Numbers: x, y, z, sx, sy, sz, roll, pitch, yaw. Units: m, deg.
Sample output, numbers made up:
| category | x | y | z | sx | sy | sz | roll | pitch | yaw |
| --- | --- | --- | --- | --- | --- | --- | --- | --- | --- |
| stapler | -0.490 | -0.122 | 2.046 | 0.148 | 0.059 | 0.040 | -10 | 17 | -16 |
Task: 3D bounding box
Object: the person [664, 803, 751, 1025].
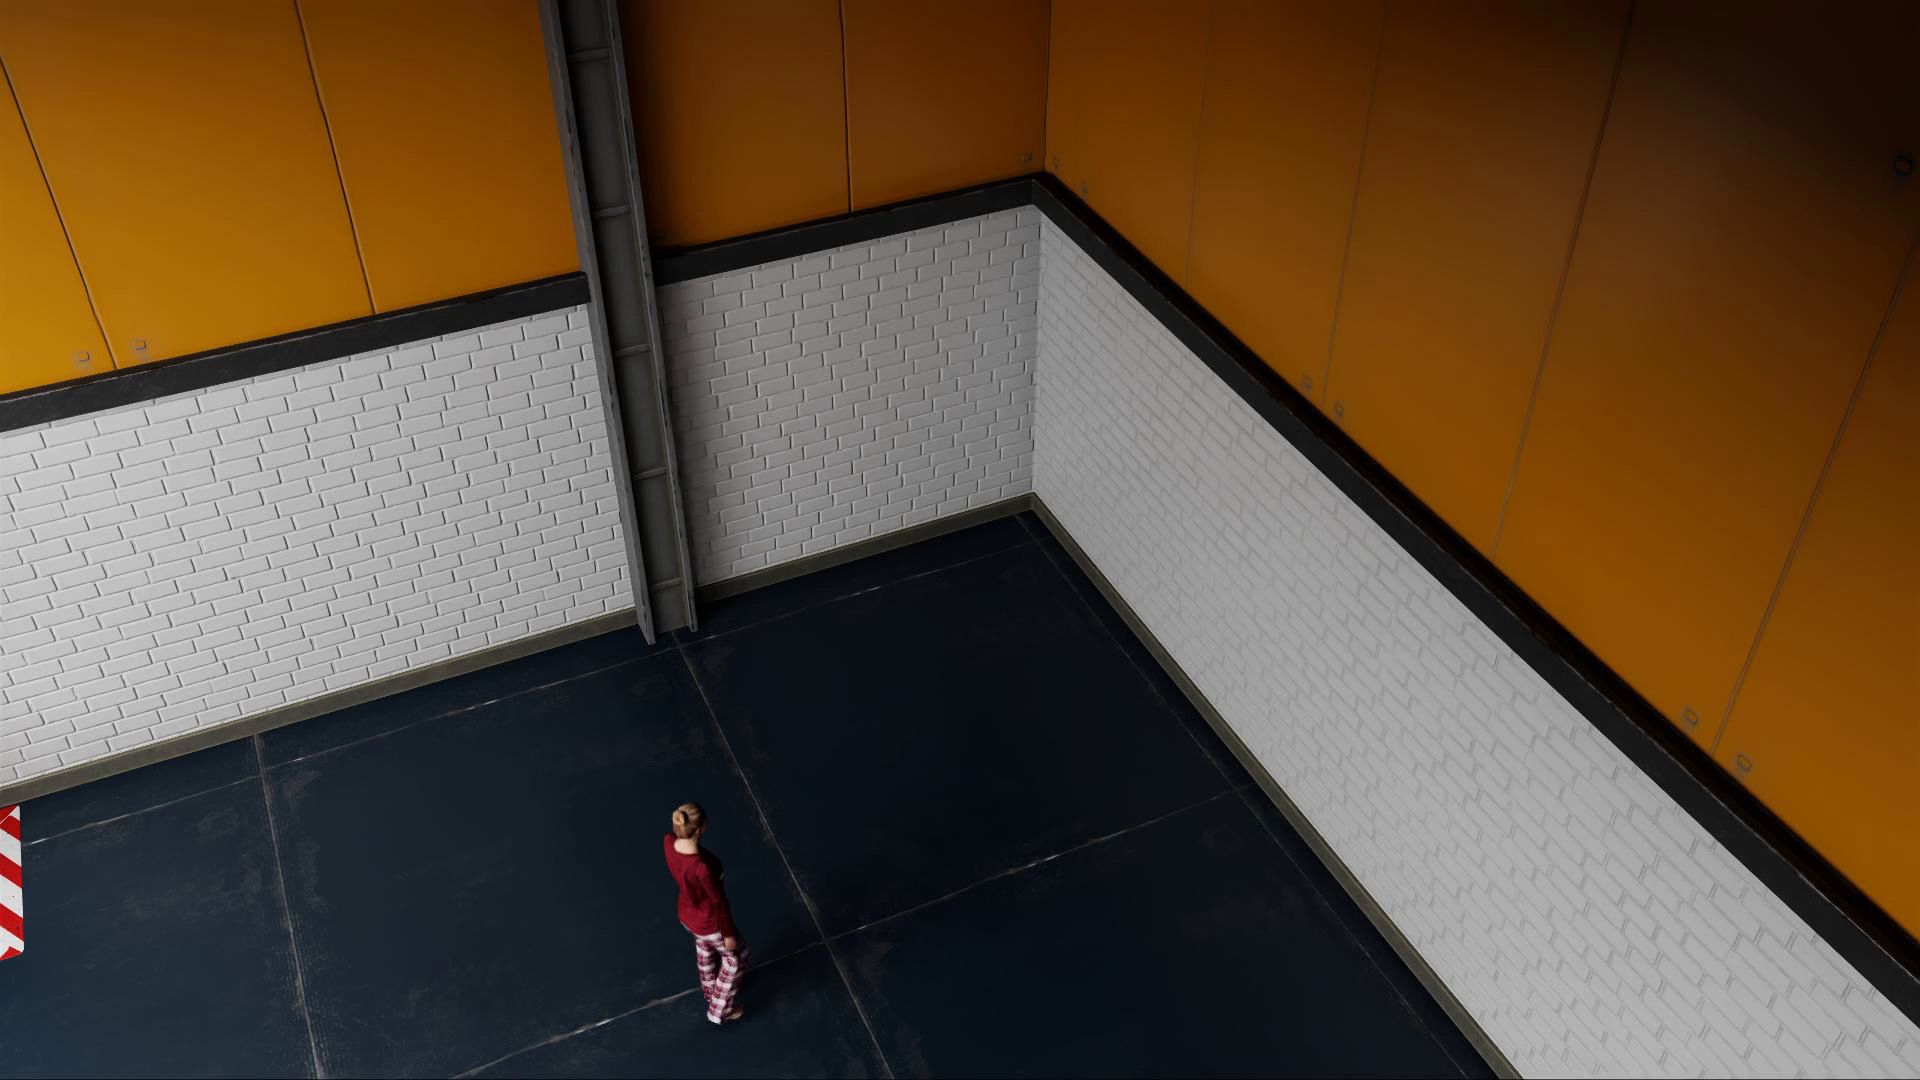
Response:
| category | x | y | z | sx | sy | sz | roll | pitch | yaw |
| --- | --- | --- | --- | --- | --- | --- | --- | --- | --- |
| person | -1.485 | 2.134 | 9.430 | 0.698 | 1.700 | 0.751 | -31 | 48 | -33 |
